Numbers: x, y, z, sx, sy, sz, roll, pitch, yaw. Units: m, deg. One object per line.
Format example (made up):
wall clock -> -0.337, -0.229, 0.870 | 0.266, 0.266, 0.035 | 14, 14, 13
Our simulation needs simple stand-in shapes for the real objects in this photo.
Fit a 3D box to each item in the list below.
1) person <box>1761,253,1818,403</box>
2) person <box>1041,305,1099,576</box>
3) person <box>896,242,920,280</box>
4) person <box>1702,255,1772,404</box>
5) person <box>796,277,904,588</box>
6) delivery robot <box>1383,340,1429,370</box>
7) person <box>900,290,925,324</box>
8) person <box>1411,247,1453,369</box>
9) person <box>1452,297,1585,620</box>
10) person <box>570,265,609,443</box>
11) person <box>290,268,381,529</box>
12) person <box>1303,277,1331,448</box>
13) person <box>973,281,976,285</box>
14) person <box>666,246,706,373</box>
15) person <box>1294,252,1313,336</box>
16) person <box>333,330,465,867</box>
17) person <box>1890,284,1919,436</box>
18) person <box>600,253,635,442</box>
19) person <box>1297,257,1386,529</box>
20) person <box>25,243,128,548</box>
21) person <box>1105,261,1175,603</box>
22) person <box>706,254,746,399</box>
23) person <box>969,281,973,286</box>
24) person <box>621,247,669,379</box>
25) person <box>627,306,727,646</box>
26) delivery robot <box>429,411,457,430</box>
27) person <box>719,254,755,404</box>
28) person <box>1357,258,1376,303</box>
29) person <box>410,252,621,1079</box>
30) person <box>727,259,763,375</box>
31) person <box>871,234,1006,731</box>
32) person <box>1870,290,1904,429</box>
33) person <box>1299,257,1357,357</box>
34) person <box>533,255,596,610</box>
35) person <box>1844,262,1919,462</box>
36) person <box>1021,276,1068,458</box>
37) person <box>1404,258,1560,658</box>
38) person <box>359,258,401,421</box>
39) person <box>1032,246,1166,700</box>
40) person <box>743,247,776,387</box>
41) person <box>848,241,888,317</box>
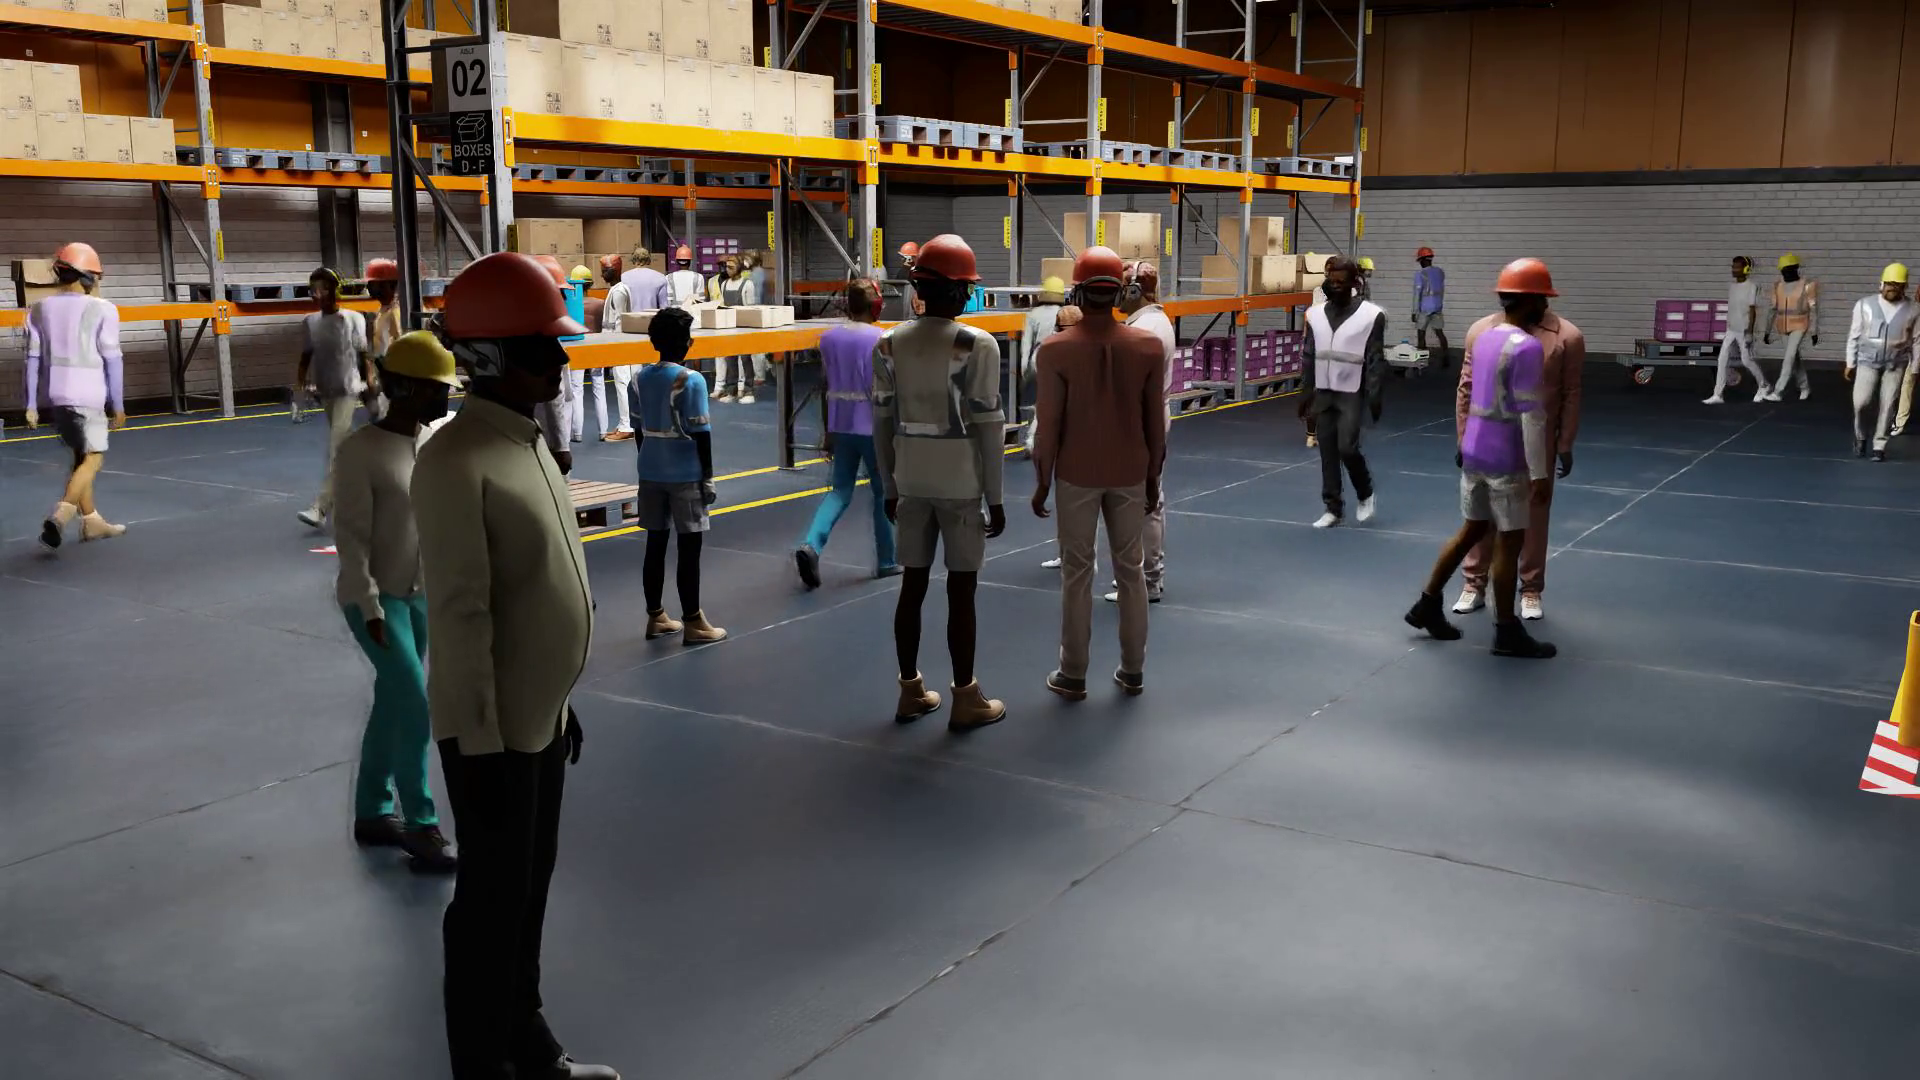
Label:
person -> 10.471, -2.666, 20.911 | 1.011, 1.864, 0.608 | -6, 12, -30
person -> 0.684, -0.594, 10.048 | 0.264, 1.632, 0.507 | -3, 11, -17
person -> -0.663, -2.896, 21.801 | 0.387, 1.992, 0.626 | -2, 10, -13
person -> 9.703, -2.600, 20.600 | 0.897, 1.842, 0.524 | -3, 11, -17
person -> -0.617, -0.626, 9.739 | 0.571, 1.817, 0.847 | 6, 12, 31
delivery robot -> 6.540, -2.703, 24.466 | 0.477, 0.478, 0.707 | -8, 13, -37
person -> -0.294, -1.224, 13.552 | 0.516, 1.633, 0.313 | 0, 10, 2
person -> 7.395, -3.618, 26.042 | 0.727, 1.908, 0.575 | -5, 11, -24
person -> 2.969, -0.527, 8.917 | 0.636, 1.911, 0.405 | 5, 11, 27
person -> -3.760, -1.859, 16.683 | 0.530, 1.772, 0.300 | -4, 11, -21
person -> -4.463, -0.990, 11.705 | 0.565, 1.818, 0.951 | 4, 11, 19
person -> 3.582, -1.718, 16.125 | 0.530, 1.689, 0.321 | 5, 11, 25
person -> 0.054, -3.867, 27.400 | 0.826, 1.918, 0.673 | -4, 11, -21
person -> -3.688, -2.972, 22.382 | 0.544, 1.939, 0.354 | -1, 10, -6
person -> 5.389, -3.538, 25.803 | 0.600, 1.833, 0.404 | 1, 10, 5
person -> -1.782, 0.191, 5.413 | 0.662, 1.727, 0.548 | 4, 11, 20
person -> 9.888, -1.869, 17.110 | 0.499, 1.634, 0.288 | 9, 14, 42
person -> -3.444, -1.926, 16.742 | 0.355, 1.883, 0.573 | -2, 10, -10
person -> 2.671, -1.021, 11.658 | 0.602, 1.902, 0.444 | 10, 14, 43
person -> -5.850, -0.931, 10.889 | 0.611, 2.013, 0.834 | 2, 10, 11
person -> 0.987, -0.603, 9.343 | 0.402, 1.906, 0.652 | 2, 11, 13
person -> -2.968, -2.721, 21.262 | 0.634, 1.841, 0.429 | 3, 11, 17
person -> -0.107, -2.827, 21.736 | 0.574, 1.883, 0.356 | -3, 11, -14
person -> -3.920, -2.652, 20.606 | 0.635, 1.937, 0.352 | -3, 11, -16
person -> -1.427, -0.317, 8.342 | 0.533, 1.697, 0.318 | 7, 13, 35
delivery robot -> -5.004, -1.064, 15.382 | 0.477, 0.478, 0.707 | 9, 13, 40
person -> -2.762, -2.608, 20.621 | 0.515, 1.843, 0.326 | 6, 12, 31
person -> 6.216, -3.388, 25.232 | 0.797, 1.738, 0.543 | 5, 11, 24
person -> -0.970, 0.380, 3.650 | 0.379, 1.996, 0.609 | 0, 10, 1
person -> -3.245, -3.344, 24.840 | 0.656, 1.804, 0.746 | 6, 12, 31
person -> -0.069, -0.231, 6.902 | 0.610, 2.043, 0.375 | 6, 12, 30
person -> 9.975, -2.015, 17.927 | 0.507, 1.630, 0.268 | 5, 11, 26
person -> 3.938, -2.118, 17.936 | 0.534, 1.833, 0.881 | 9, 14, 41
person -> -2.237, -0.563, 9.035 | 0.355, 1.938, 0.545 | -6, 12, -32
person -> 8.447, -1.618, 15.204 | 0.625, 1.818, 0.416 | 5, 11, 25
person -> 0.770, -1.609, 15.512 | 0.492, 1.691, 0.835 | 6, 12, 30
person -> 2.603, -0.388, 8.074 | 0.564, 1.938, 0.704 | -2, 10, -9
person -> -4.422, -1.271, 13.101 | 0.995, 1.890, 0.555 | -6, 12, -29
person -> 0.609, -0.288, 7.352 | 0.609, 1.996, 0.379 | -3, 11, -14
person -> -2.835, -3.065, 22.941 | 0.436, 1.920, 0.649 | -1, 10, -8
person -> -1.461, -3.580, 25.469 | 0.687, 2.000, 0.535 | 5, 11, 27
